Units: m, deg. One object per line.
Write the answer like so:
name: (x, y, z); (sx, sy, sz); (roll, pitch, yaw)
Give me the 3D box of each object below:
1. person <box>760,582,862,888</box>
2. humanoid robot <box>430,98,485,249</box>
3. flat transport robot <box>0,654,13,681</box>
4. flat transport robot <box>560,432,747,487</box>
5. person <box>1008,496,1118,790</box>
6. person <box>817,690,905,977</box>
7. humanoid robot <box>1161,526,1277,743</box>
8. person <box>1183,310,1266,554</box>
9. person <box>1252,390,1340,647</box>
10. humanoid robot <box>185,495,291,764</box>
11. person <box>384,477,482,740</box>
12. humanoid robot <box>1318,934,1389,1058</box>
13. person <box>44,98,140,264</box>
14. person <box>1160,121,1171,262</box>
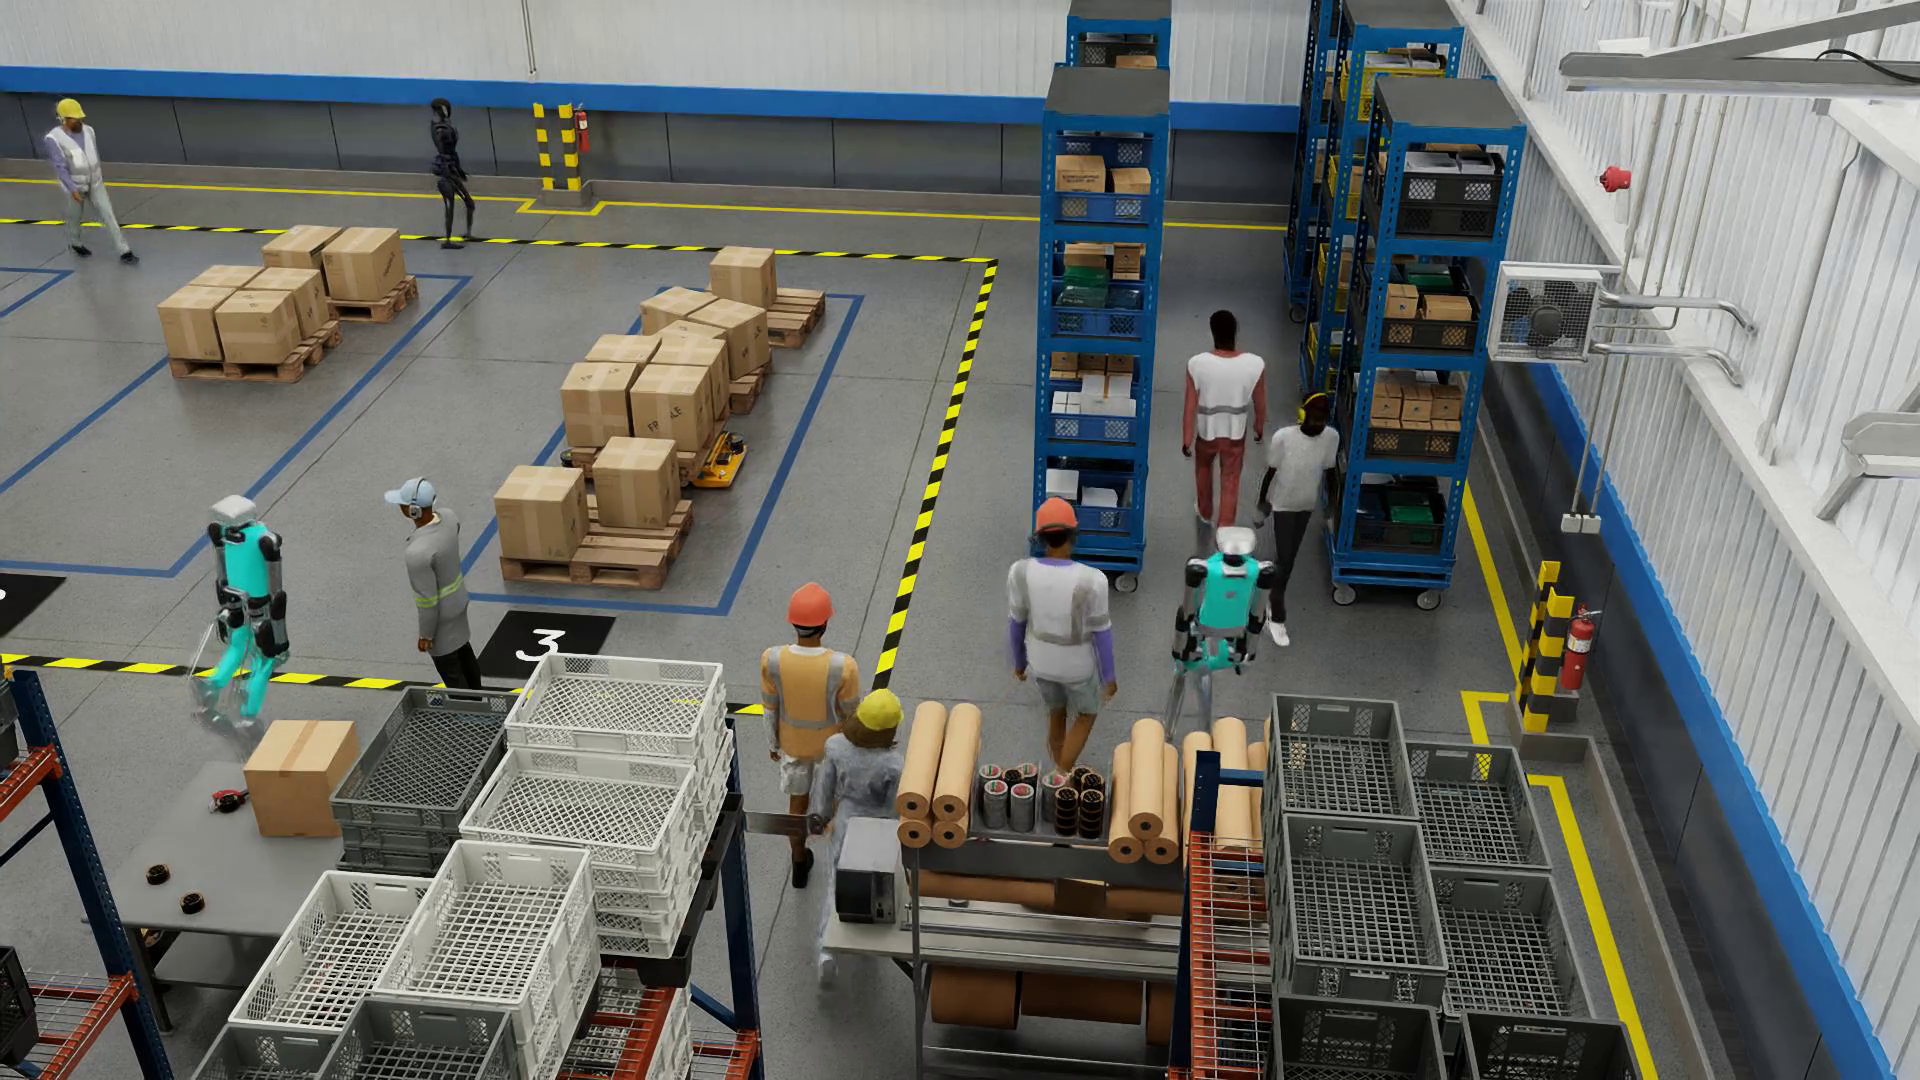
person: (-0.791, 1.093, 9.141); (0.550, 1.933, 0.371); (4, 31, 8)
humanoid robot: (-5.540, -3.990, 18.122); (0.458, 1.647, 0.601); (-2, 30, -3)
flat transport robot: (-7.142, 0.969, 11.010); (1.431, 0.231, 0.659); (3, 30, 6)
flat transport robot: (-2.554, -0.707, 13.861); (1.431, 0.197, 0.652); (3, 30, 6)
person: (0.585, 0.730, 9.699); (0.697, 1.995, 0.628); (14, 33, 22)
person: (-0.519, 1.522, 8.630); (0.518, 1.701, 0.681); (12, 32, 19)
humanoid robot: (1.529, 0.589, 10.213); (0.608, 1.786, 0.820); (-1, 30, -1)
person: (1.977, -0.864, 12.549); (0.626, 1.874, 0.894); (2, 30, 4)
person: (2.329, -0.156, 11.379); (0.535, 1.836, 0.776); (-8, 31, -13)
humanoid robot: (-4.406, 0.671, 10.084); (0.552, 1.794, 0.810); (14, 33, 23)
person: (-3.252, 0.431, 10.359); (0.375, 1.852, 0.588); (2, 30, 3)
humanoid robot: (1.747, 2.273, 7.430); (0.810, 1.630, 0.609); (-8, 31, -14)
person: (-9.369, -3.831, 17.761); (0.962, 1.776, 0.575); (18, 35, 28)
person: (2.068, -3.884, 17.760); (0.327, 1.865, 0.516); (3, 30, 5)
